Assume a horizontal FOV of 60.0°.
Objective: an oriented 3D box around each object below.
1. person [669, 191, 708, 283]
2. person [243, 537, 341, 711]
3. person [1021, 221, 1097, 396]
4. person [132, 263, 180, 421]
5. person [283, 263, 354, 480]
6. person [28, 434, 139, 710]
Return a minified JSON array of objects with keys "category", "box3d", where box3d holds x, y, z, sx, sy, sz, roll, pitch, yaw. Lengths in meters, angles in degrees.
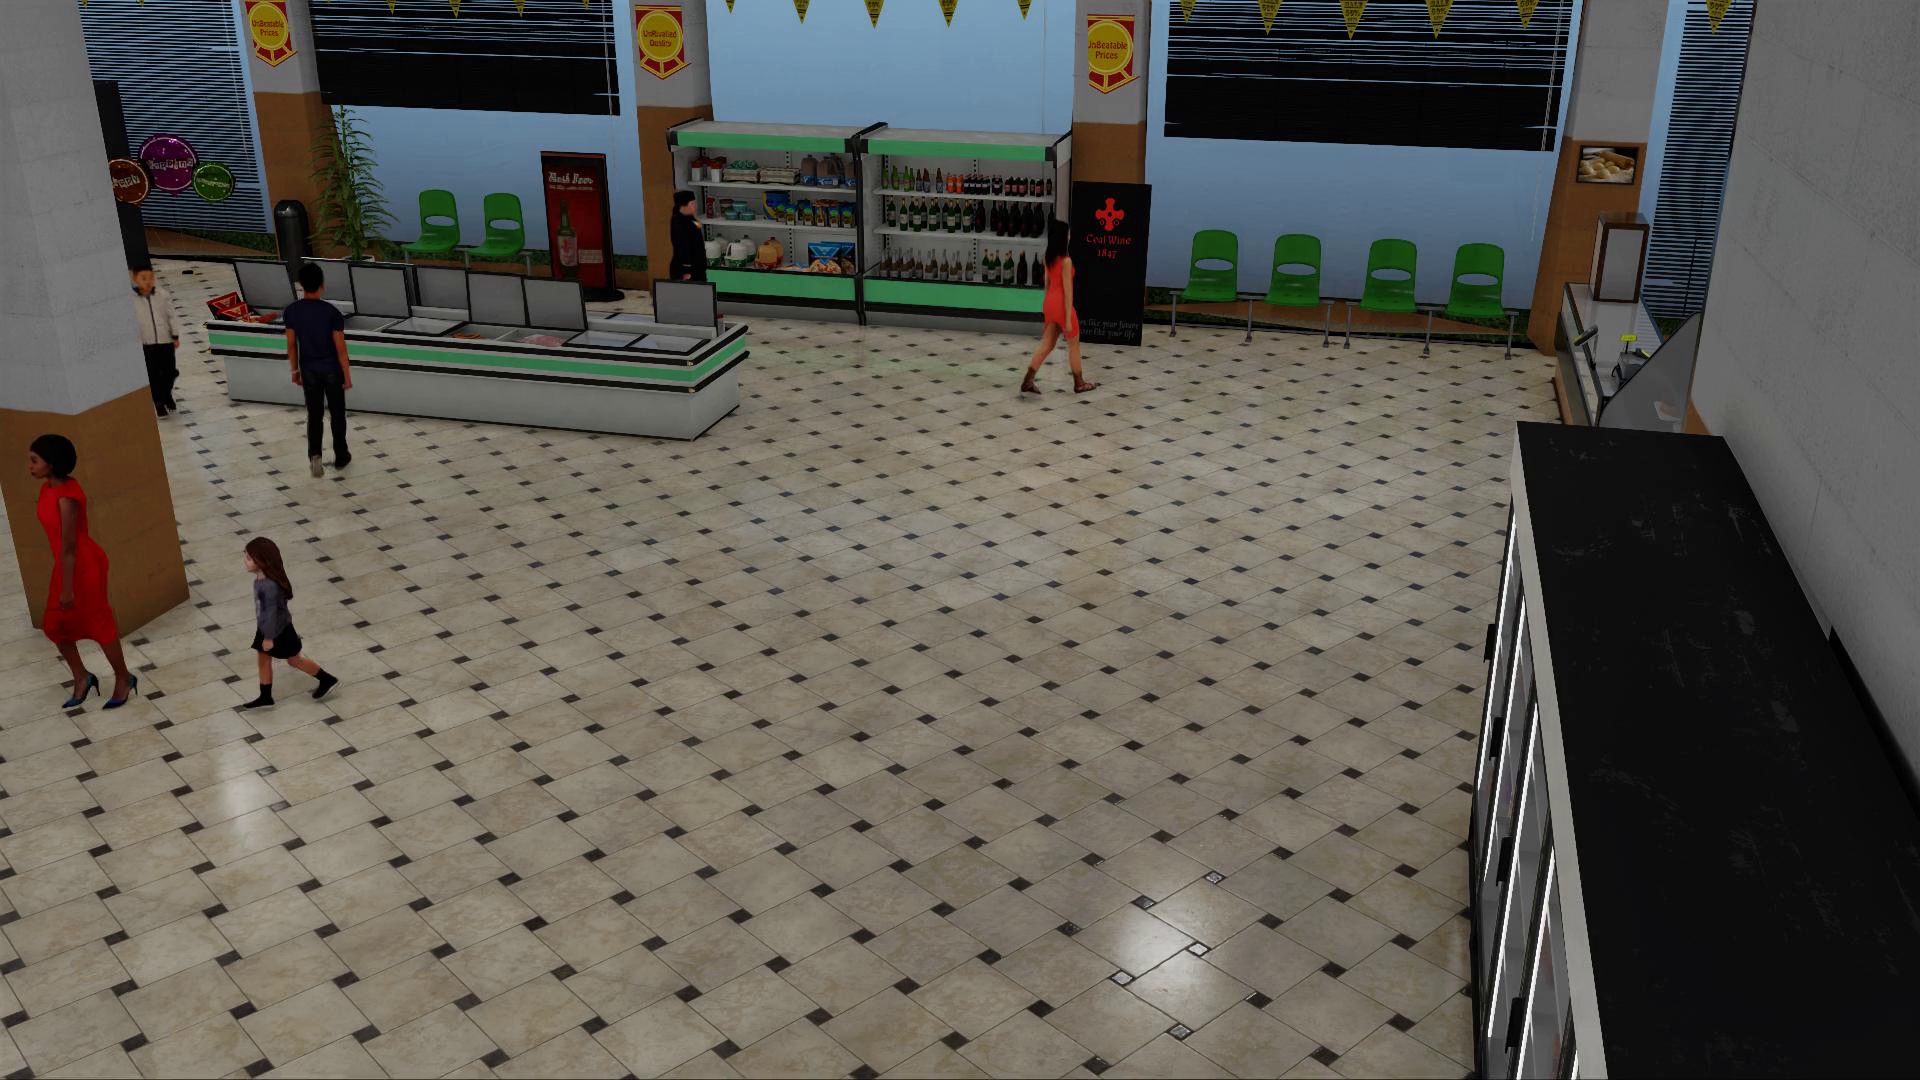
[{"category":"person","box3d":[-2.910,-2.812,17.439,1.016,1.655,0.840,0,22,1]},{"category":"person","box3d":[-4.037,0.500,9.956,0.804,1.088,0.773,-15,26,-33]},{"category":"person","box3d":[0.870,-2.142,15.731,1.075,1.686,1.051,-14,26,-32]},{"category":"person","box3d":[-7.448,-1.828,15.330,0.726,1.401,0.769,-16,27,-35]},{"category":"person","box3d":[-5.272,-1.353,13.651,1.046,1.771,0.959,-3,22,-7]},{"category":"person","box3d":[-5.120,0.195,9.854,0.703,1.731,0.762,18,28,38]}]
